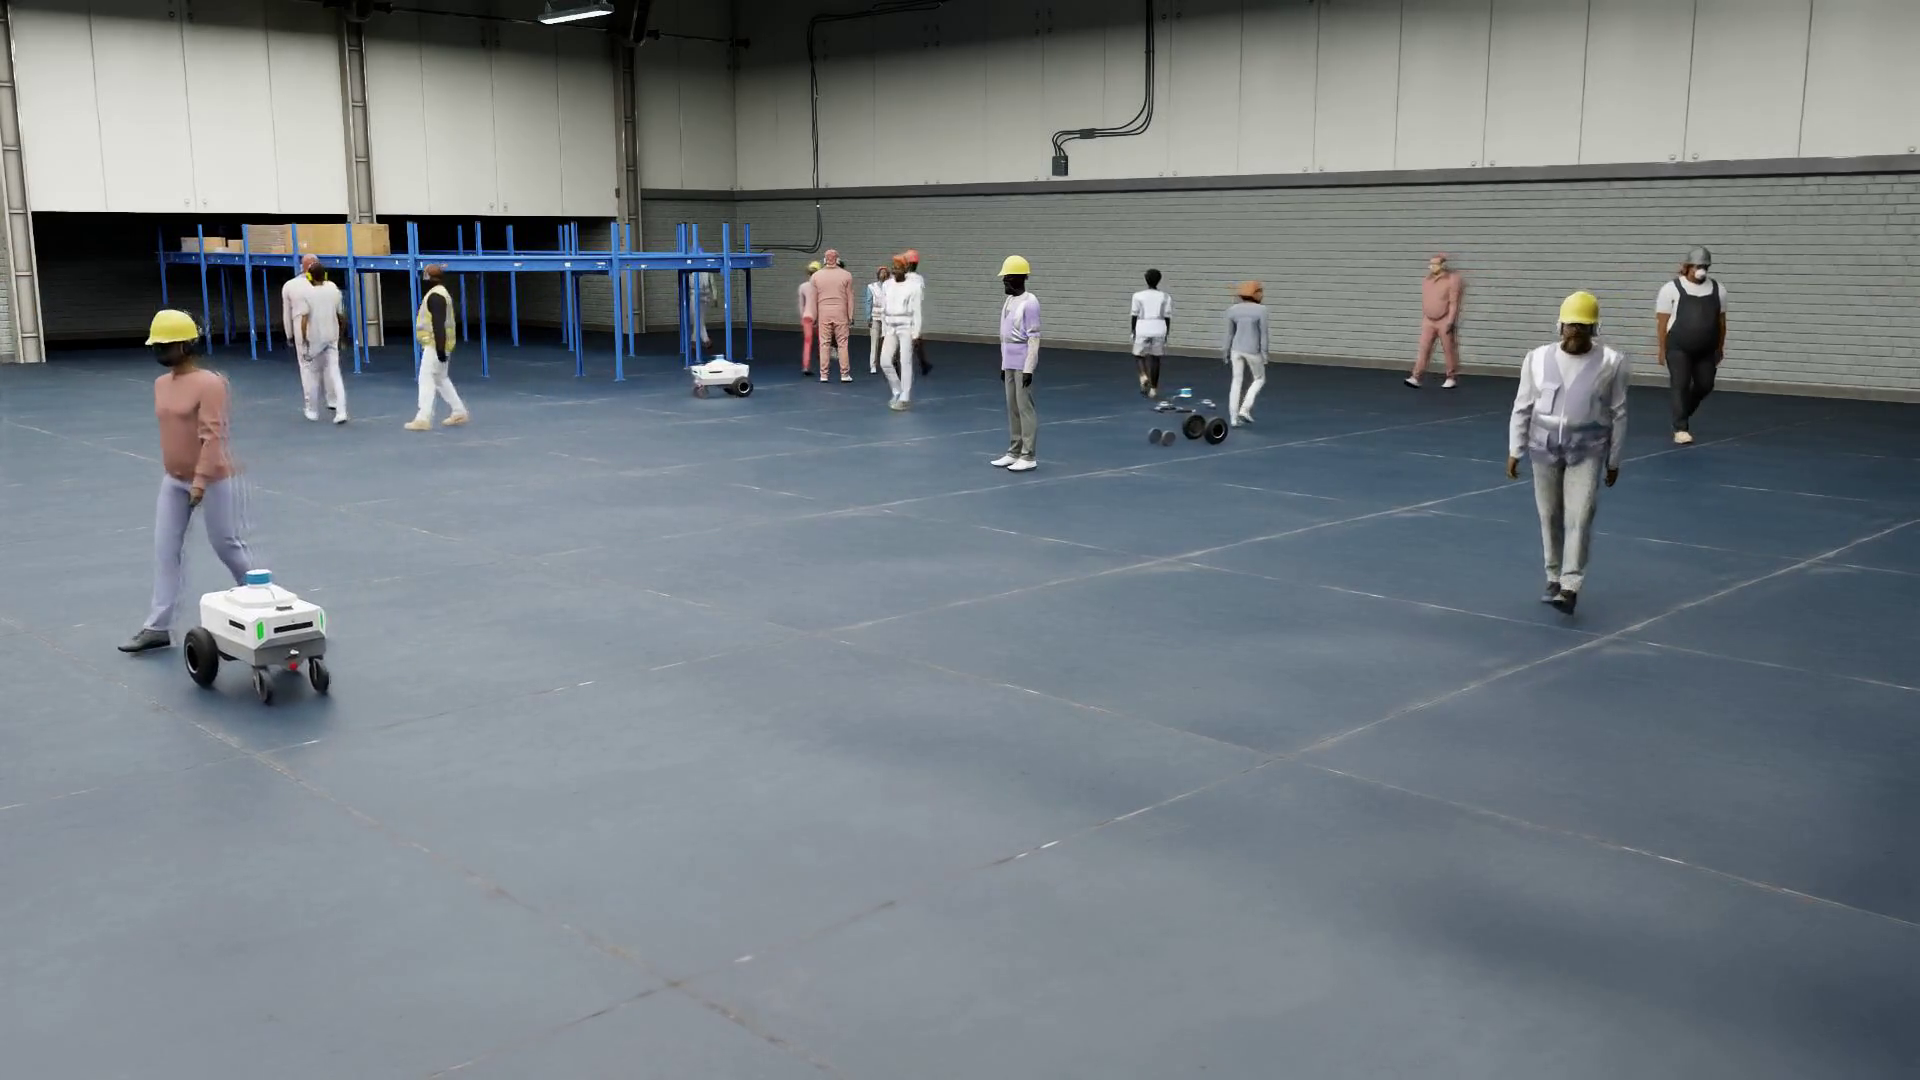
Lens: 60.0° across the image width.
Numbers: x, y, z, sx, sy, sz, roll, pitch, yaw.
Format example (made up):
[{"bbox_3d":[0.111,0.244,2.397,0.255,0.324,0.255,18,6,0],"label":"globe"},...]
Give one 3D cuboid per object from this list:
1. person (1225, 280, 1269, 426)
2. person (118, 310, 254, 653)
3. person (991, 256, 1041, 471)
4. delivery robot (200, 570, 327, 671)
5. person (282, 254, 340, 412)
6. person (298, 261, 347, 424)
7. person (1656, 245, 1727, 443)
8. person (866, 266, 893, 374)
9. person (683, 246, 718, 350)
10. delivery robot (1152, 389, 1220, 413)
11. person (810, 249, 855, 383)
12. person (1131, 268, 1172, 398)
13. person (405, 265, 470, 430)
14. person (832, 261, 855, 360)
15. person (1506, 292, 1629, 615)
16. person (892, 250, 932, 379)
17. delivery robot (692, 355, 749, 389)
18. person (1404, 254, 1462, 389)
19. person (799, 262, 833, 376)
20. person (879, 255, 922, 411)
[{"bbox_3d":[3.167,-2.060,18.407,0.606,1.610,0.399,8,13,39],"label":"person"},{"bbox_3d":[-3.978,-0.322,8.606,0.528,1.734,0.789,5,12,26],"label":"person"},{"bbox_3d":[0.516,-1.597,15.047,0.367,1.927,0.590,-5,11,-23],"label":"person"},{"bbox_3d":[-3.294,0.384,7.851,0.707,0.478,0.477,10,15,44],"label":"delivery robot"},{"bbox_3d":[-7.712,-2.454,19.861,0.662,1.872,0.881,-3,11,-15],"label":"person"},{"bbox_3d":[-7.221,-2.241,18.870,0.545,1.819,0.999,-8,13,-37],"label":"person"},{"bbox_3d":[7.525,-2.021,17.164,0.693,2.000,0.730,1,10,3],"label":"person"},{"bbox_3d":[-1.186,-3.383,25.565,0.514,1.642,0.310,-3,11,-14],"label":"person"},{"bbox_3d":[-4.774,-4.472,30.803,0.634,1.891,0.983,-9,13,-39],"label":"person"},{"bbox_3d":[2.325,-1.439,17.083,0.698,0.223,0.335,-5,11,-24],"label":"delivery robot"},{"bbox_3d":[-1.830,-3.227,24.002,0.639,1.905,0.407,0,10,2],"label":"person"},{"bbox_3d":[2.484,-2.674,21.588,0.537,1.687,0.499,0,10,-1],"label":"person"},{"bbox_3d":[-5.806,-2.140,18.417,0.666,1.795,0.653,-3,11,-14],"label":"person"},{"bbox_3d":[-2.019,-3.882,28.149,0.552,1.677,0.565,-5,11,-25],"label":"person"},{"bbox_3d":[3.379,-0.481,9.339,0.595,1.793,0.889,7,12,32],"label":"person"},{"bbox_3d":[-0.752,-3.371,24.841,0.558,1.876,1.012,5,11,24],"label":"person"},{"bbox_3d":[-3.164,-2.206,21.973,0.707,0.478,0.477,-5,12,-26],"label":"delivery robot"},{"bbox_3d":[6.582,-3.005,22.947,0.979,1.851,0.647,-10,14,-42],"label":"person"},{"bbox_3d":[-2.202,-3.365,25.292,0.530,1.707,0.948,2,11,13],"label":"person"},{"bbox_3d":[-0.738,-2.503,20.132,0.613,1.871,0.414,7,12,32],"label":"person"}]
